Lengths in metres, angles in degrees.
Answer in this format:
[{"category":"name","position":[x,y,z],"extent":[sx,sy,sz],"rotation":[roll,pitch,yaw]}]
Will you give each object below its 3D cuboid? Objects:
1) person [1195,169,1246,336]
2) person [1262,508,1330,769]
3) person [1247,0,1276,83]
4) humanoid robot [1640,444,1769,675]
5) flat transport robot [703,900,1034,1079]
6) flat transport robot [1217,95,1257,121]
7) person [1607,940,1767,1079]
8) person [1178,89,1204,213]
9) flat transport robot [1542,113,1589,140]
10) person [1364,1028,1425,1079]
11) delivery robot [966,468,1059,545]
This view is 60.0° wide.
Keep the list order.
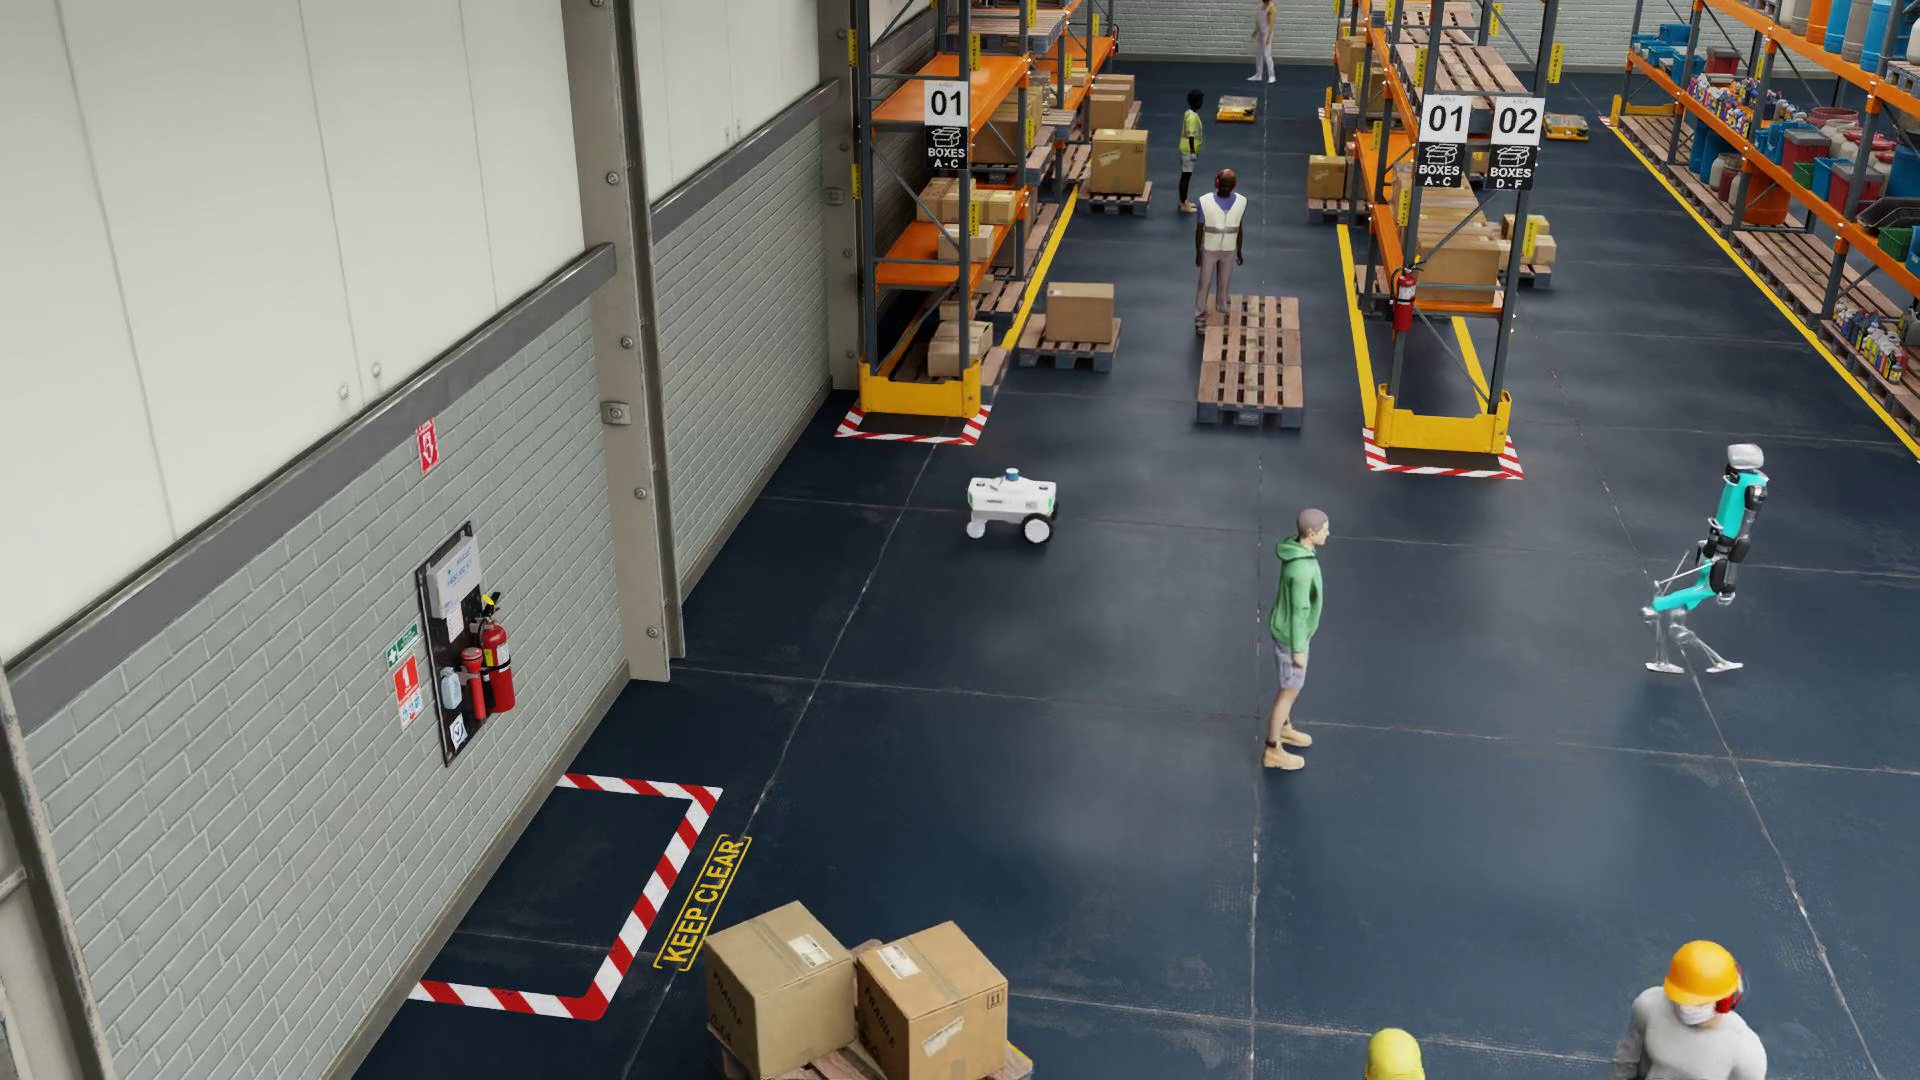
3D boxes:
[{"category":"person","position":[2.841,-3.169,18.288],"extent":[0.563,1.838,0.391],"rotation":[-6,26,-12]},{"category":"person","position":[2.083,0.607,10.329],"extent":[0.340,1.736,0.494],"rotation":[4,25,9]},{"category":"person","position":[6.043,-9.965,32.862],"extent":[0.398,1.820,0.676],"rotation":[-11,27,-22]},{"category":"humanoid robot","position":[4.972,0.196,11.204],"extent":[0.919,1.768,0.545],"rotation":[3,25,6]},{"category":"flat transport robot","position":[-0.400,2.596,7.800],"extent":[1.431,0.231,0.659],"rotation":[-19,31,-35]},{"category":"flat transport robot","position":[5.011,-7.805,30.063],"extent":[0.659,0.231,1.431],"rotation":[5,25,10]},{"category":"person","position":[2.794,2.320,6.519],"extent":[0.636,1.872,0.517],"rotation":[22,33,38]},{"category":"person","position":[3.239,-5.470,23.376],"extent":[0.322,1.696,0.531],"rotation":[2,25,5]},{"category":"flat transport robot","position":[10.377,-7.084,28.520],"extent":[0.659,0.231,1.431],"rotation":[6,26,13]},{"category":"person","position":[1.578,2.555,6.172],"extent":[0.558,1.713,0.821],"rotation":[19,31,35]},{"category":"delivery robot","position":[0.449,-0.285,13.653],"extent":[0.811,0.614,0.499],"rotation":[3,25,7]}]
